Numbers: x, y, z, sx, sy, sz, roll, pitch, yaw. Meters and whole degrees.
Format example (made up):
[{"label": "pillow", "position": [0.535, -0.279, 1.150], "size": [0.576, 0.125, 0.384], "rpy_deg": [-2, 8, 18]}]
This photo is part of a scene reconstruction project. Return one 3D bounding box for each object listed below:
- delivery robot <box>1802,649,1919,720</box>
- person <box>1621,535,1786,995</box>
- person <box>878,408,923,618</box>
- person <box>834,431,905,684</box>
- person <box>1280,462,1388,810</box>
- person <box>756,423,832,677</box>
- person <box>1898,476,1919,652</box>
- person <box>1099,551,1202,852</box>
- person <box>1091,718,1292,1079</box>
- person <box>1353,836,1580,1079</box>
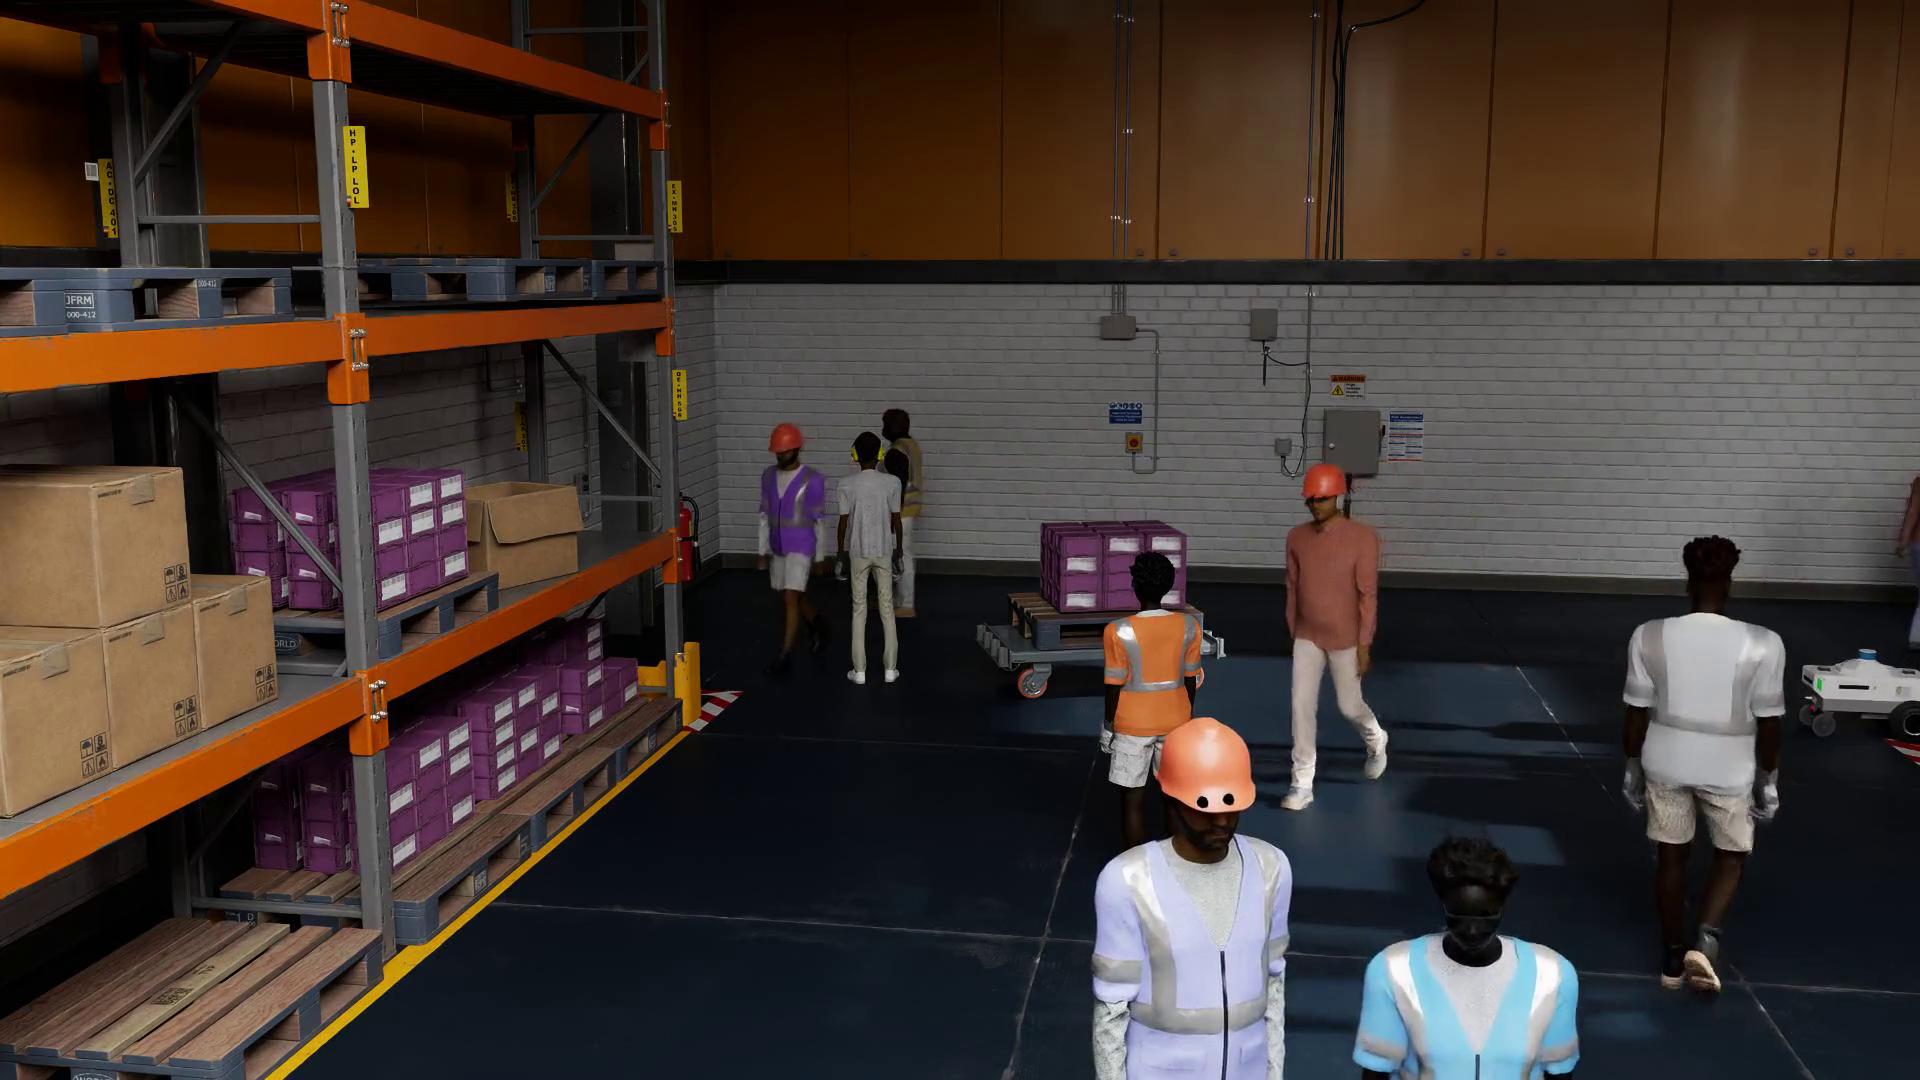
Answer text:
[{"label": "delivery robot", "position": [5.916, 0.957, 10.877], "size": [0.707, 0.478, 0.477], "rpy_deg": [2, 9, 10]}, {"label": "person", "position": [3.063, 0.948, 6.906], "size": [0.626, 1.954, 0.528], "rpy_deg": [6, 11, 31]}, {"label": "person", "position": [-0.548, -0.239, 14.592], "size": [0.429, 1.841, 0.633], "rpy_deg": [1, 9, 8]}, {"label": "person", "position": [-0.667, 0.133, 12.234], "size": [0.519, 1.861, 0.328], "rpy_deg": [-2, 9, -9]}, {"label": "person", "position": [2.146, 0.523, 9.512], "size": [0.625, 1.972, 0.838], "rpy_deg": [8, 12, 41]}, {"label": "person", "position": [-1.239, 0.040, 12.646], "size": [0.568, 1.910, 0.828], "rpy_deg": [6, 11, 33]}, {"label": "person", "position": [7.848, 0.033, 13.330], "size": [0.867, 1.697, 0.539], "rpy_deg": [-6, 11, -34]}, {"label": "person", "position": [0.914, 0.896, 8.031], "size": [0.536, 1.697, 0.318], "rpy_deg": [-4, 10, -23]}, {"label": "person", "position": [0.609, 1.390, 4.240], "size": [0.553, 1.935, 0.362], "rpy_deg": [-3, 10, -19]}, {"label": "person", "position": [1.242, 1.541, 4.088], "size": [0.558, 1.674, 0.543], "rpy_deg": [2, 9, 10]}]
